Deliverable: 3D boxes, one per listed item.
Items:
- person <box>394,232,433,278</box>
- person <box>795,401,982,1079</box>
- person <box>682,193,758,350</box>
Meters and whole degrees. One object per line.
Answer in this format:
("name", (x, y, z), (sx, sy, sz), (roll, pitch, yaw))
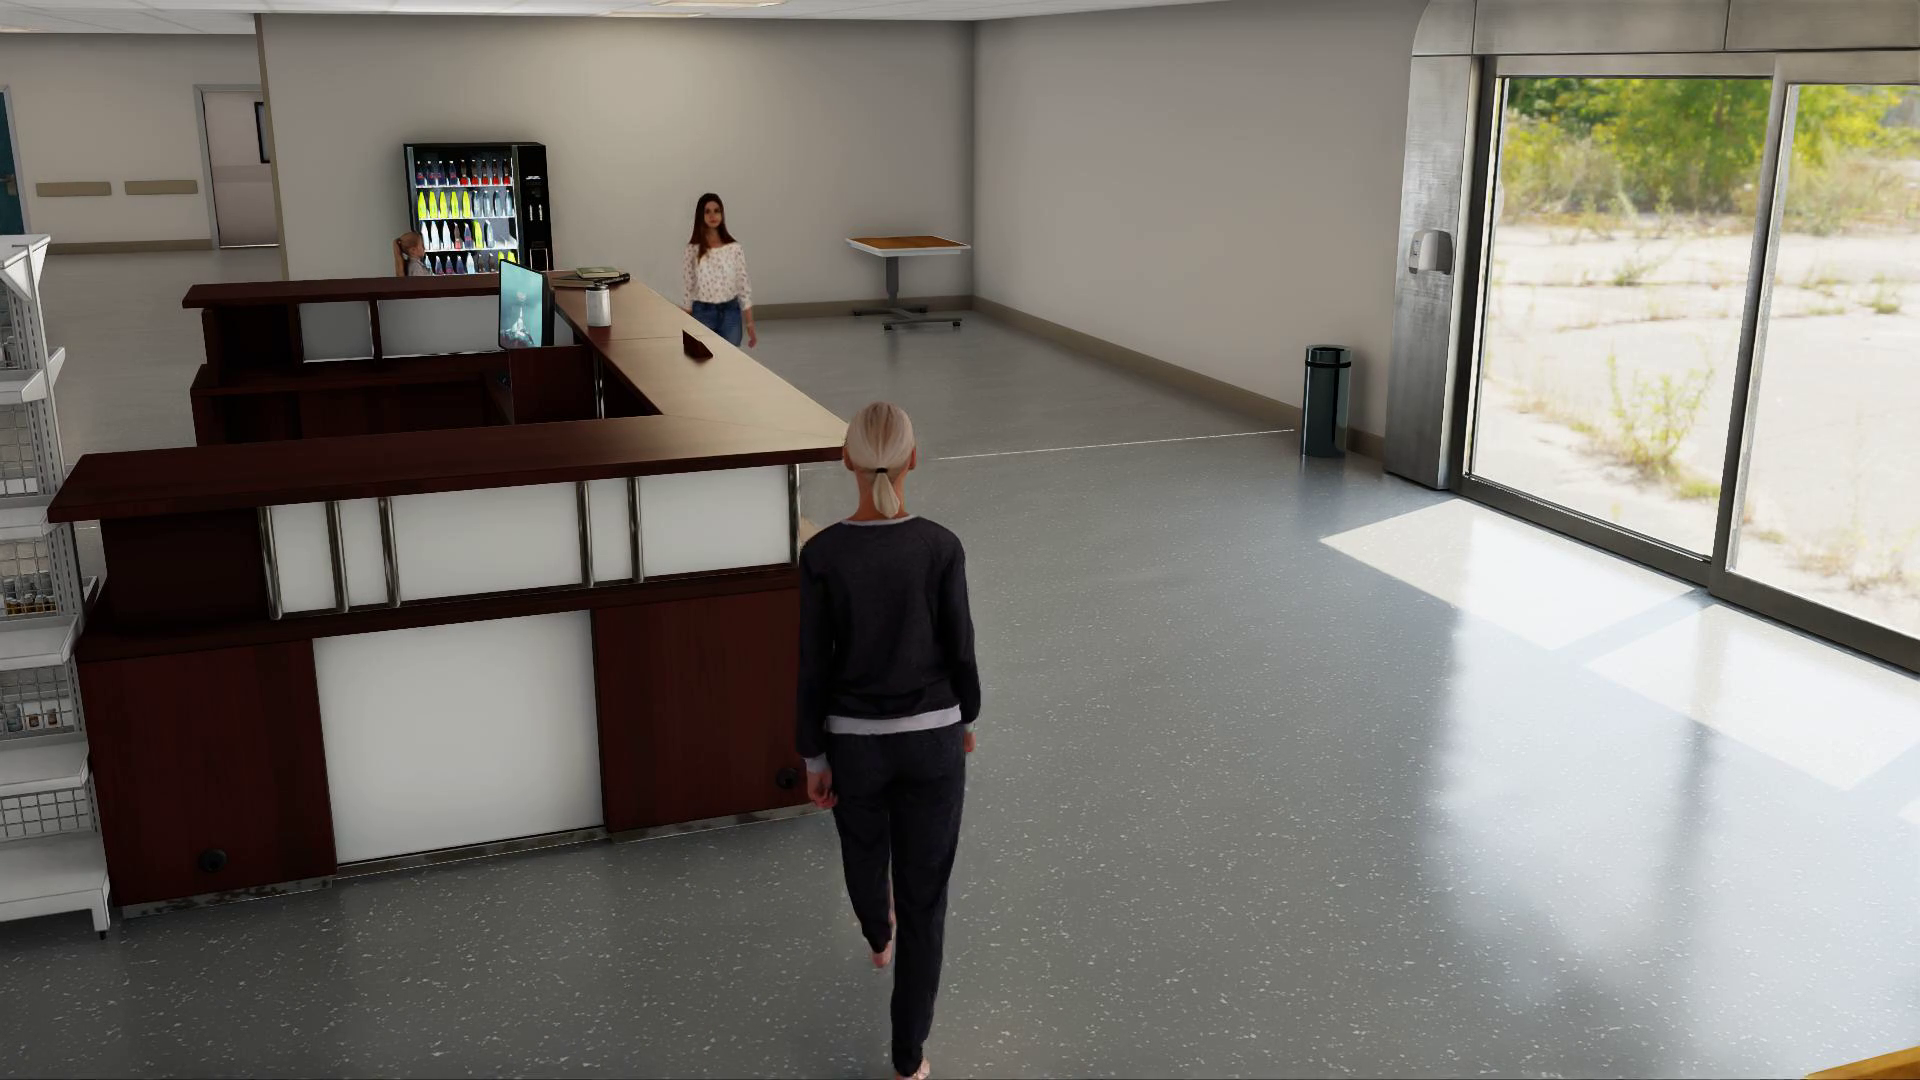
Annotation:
("person", (-4.280, -1.797, 13.162), (0.561, 1.275, 0.546), (-9, 18, -29))
("person", (-0.166, 0.542, 4.136), (1.143, 1.679, 0.985), (1, 16, 4))
("person", (-1.640, -1.434, 11.099), (0.829, 1.704, 0.651), (-6, 17, -20))
